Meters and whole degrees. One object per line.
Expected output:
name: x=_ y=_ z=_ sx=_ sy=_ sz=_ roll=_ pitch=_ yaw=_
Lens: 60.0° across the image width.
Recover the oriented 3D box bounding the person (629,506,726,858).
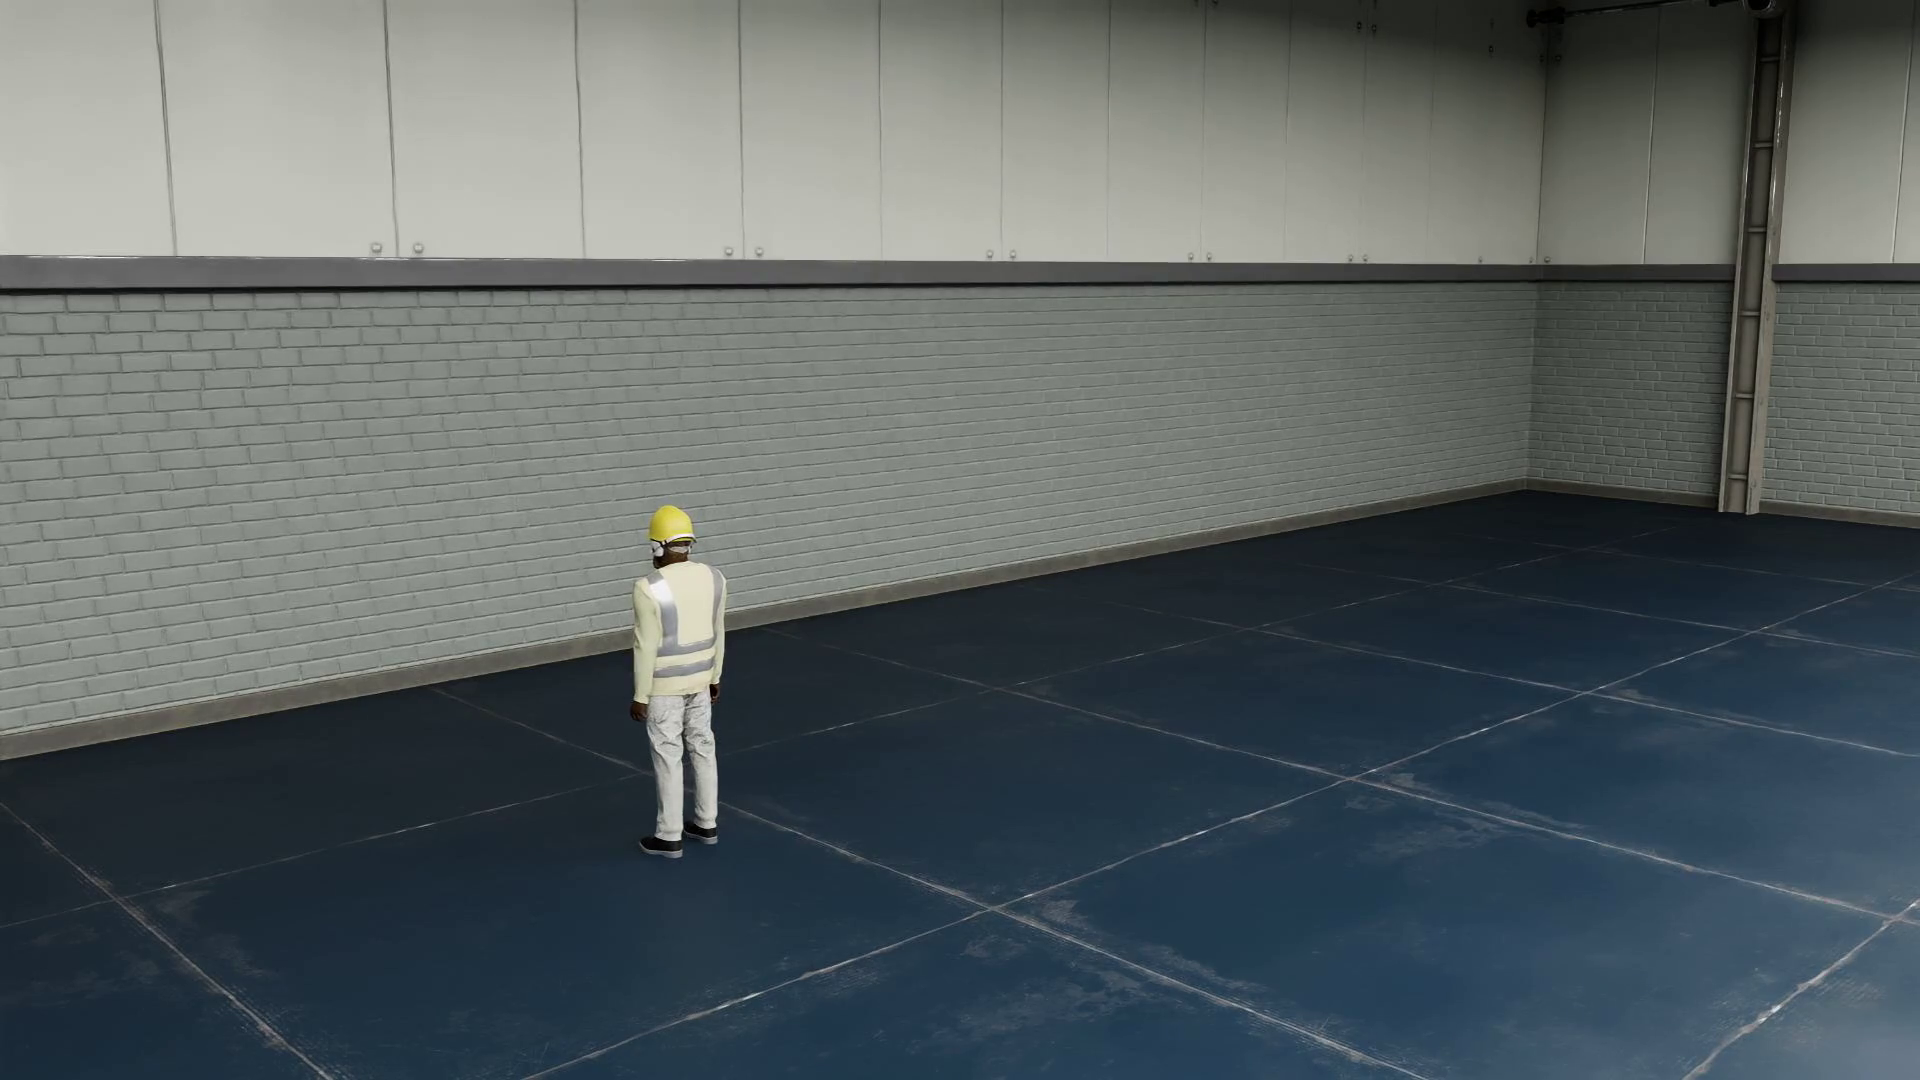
person: x=-1.486 y=0.731 z=8.675 sx=0.404 sy=1.830 sz=0.603 roll=7 pitch=12 yaw=38
